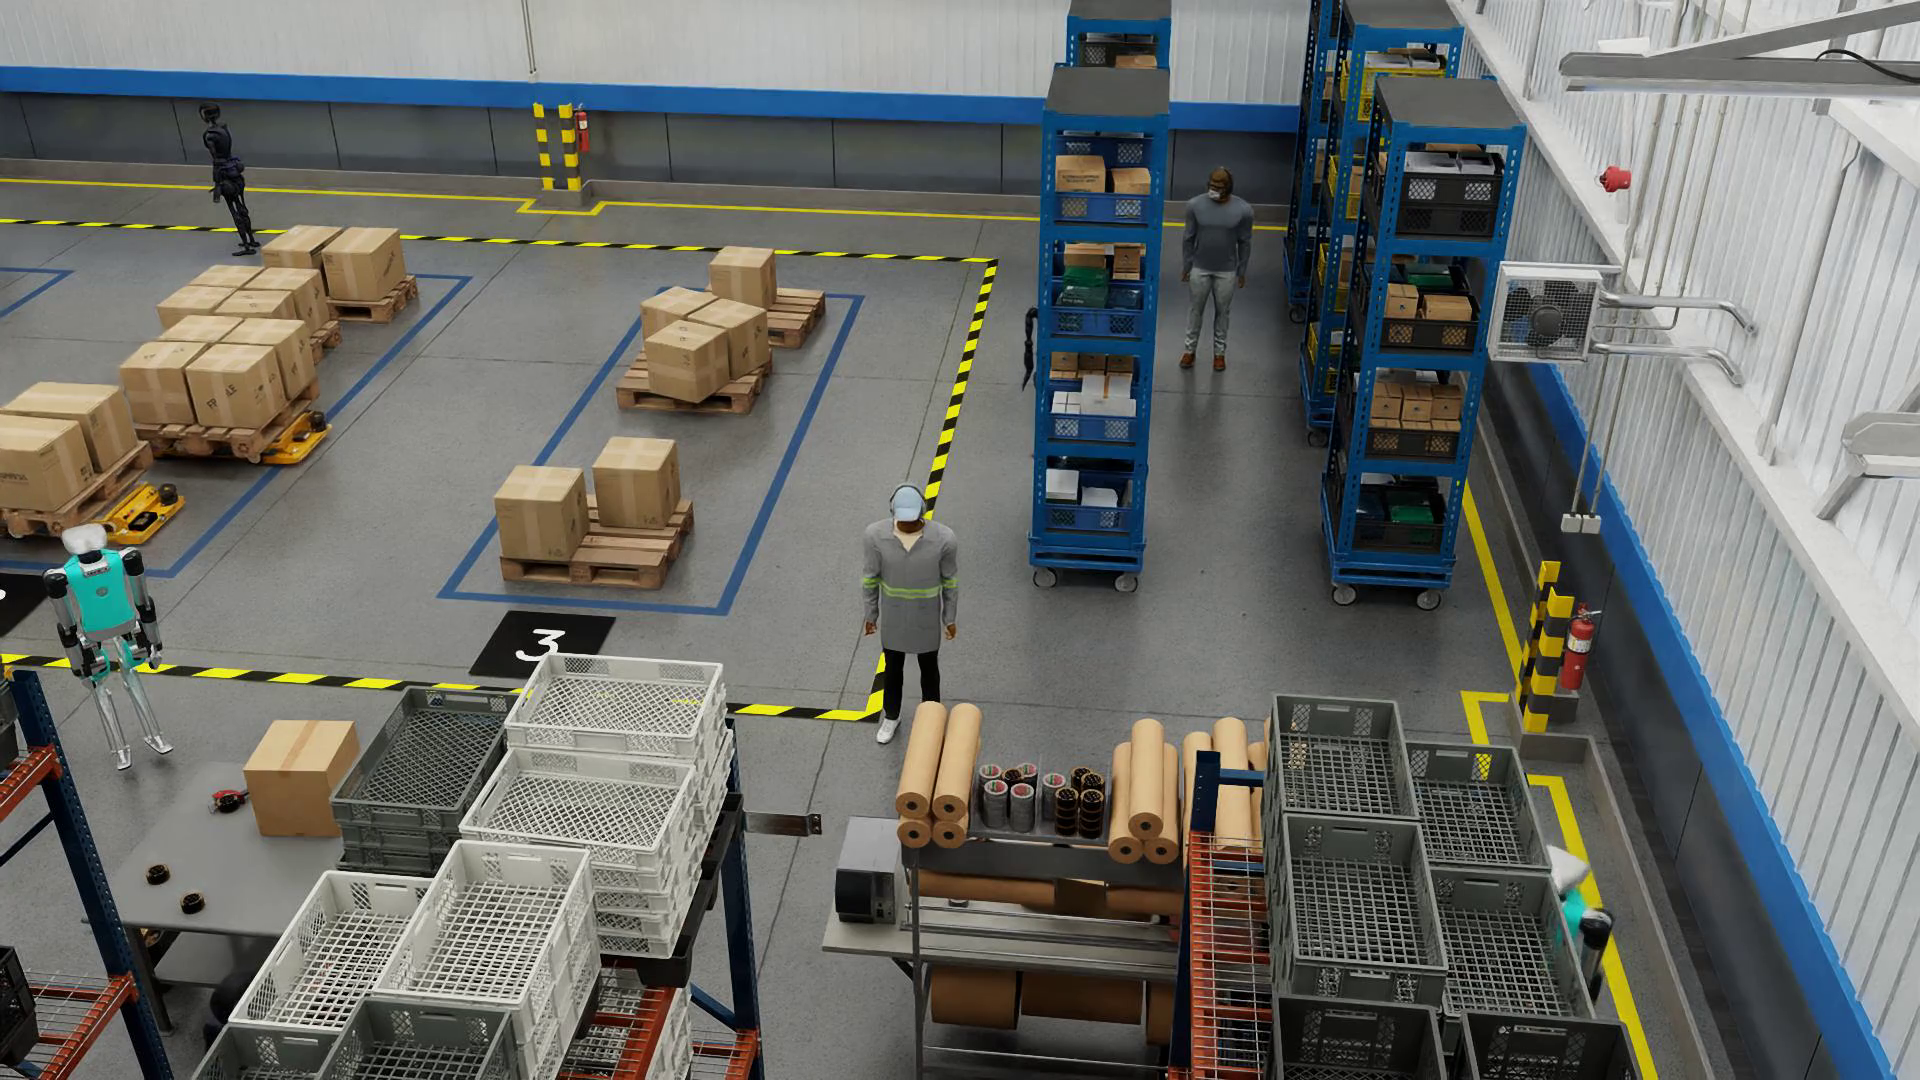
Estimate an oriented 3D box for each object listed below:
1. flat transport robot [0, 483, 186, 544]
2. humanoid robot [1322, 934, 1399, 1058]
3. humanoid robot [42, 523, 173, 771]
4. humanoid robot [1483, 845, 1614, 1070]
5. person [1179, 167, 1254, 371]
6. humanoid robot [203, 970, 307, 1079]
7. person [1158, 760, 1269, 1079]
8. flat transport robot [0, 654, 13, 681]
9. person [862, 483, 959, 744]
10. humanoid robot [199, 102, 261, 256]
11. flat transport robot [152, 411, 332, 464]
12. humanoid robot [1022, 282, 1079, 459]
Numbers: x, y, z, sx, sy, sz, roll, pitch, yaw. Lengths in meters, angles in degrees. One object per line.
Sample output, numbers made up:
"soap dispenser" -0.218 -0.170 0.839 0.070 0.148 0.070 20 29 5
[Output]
"flat transport robot" -6.948 -0.248 13.071 1.431 0.197 0.652 3 30 6
"humanoid robot" 1.719 2.299 7.318 0.341 1.648 0.612 -11 32 -18
"humanoid robot" -5.173 0.579 10.089 0.533 1.673 0.735 -21 36 -32
"humanoid robot" 2.697 2.044 7.676 0.539 1.764 0.685 21 36 32
"person" 2.342 -2.494 15.301 0.627 1.936 0.379 7 31 13
"humanoid robot" -2.857 2.463 7.061 0.592 1.637 0.478 8 31 13
"person" 1.208 1.850 7.817 0.598 1.957 0.364 13 33 22
"flat transport robot" -7.142 0.969 11.010 1.431 0.231 0.659 3 30 6
"person" -0.310 0.469 10.293 0.599 1.850 0.390 3 30 4
"humanoid robot" -7.919 -3.908 17.973 0.315 1.655 0.599 -2 30 -4
"flat transport robot" -6.203 -0.914 14.216 1.431 0.197 0.652 3 30 6
"humanoid robot" 0.832 -1.381 13.651 0.596 1.647 0.472 -7 31 -12
